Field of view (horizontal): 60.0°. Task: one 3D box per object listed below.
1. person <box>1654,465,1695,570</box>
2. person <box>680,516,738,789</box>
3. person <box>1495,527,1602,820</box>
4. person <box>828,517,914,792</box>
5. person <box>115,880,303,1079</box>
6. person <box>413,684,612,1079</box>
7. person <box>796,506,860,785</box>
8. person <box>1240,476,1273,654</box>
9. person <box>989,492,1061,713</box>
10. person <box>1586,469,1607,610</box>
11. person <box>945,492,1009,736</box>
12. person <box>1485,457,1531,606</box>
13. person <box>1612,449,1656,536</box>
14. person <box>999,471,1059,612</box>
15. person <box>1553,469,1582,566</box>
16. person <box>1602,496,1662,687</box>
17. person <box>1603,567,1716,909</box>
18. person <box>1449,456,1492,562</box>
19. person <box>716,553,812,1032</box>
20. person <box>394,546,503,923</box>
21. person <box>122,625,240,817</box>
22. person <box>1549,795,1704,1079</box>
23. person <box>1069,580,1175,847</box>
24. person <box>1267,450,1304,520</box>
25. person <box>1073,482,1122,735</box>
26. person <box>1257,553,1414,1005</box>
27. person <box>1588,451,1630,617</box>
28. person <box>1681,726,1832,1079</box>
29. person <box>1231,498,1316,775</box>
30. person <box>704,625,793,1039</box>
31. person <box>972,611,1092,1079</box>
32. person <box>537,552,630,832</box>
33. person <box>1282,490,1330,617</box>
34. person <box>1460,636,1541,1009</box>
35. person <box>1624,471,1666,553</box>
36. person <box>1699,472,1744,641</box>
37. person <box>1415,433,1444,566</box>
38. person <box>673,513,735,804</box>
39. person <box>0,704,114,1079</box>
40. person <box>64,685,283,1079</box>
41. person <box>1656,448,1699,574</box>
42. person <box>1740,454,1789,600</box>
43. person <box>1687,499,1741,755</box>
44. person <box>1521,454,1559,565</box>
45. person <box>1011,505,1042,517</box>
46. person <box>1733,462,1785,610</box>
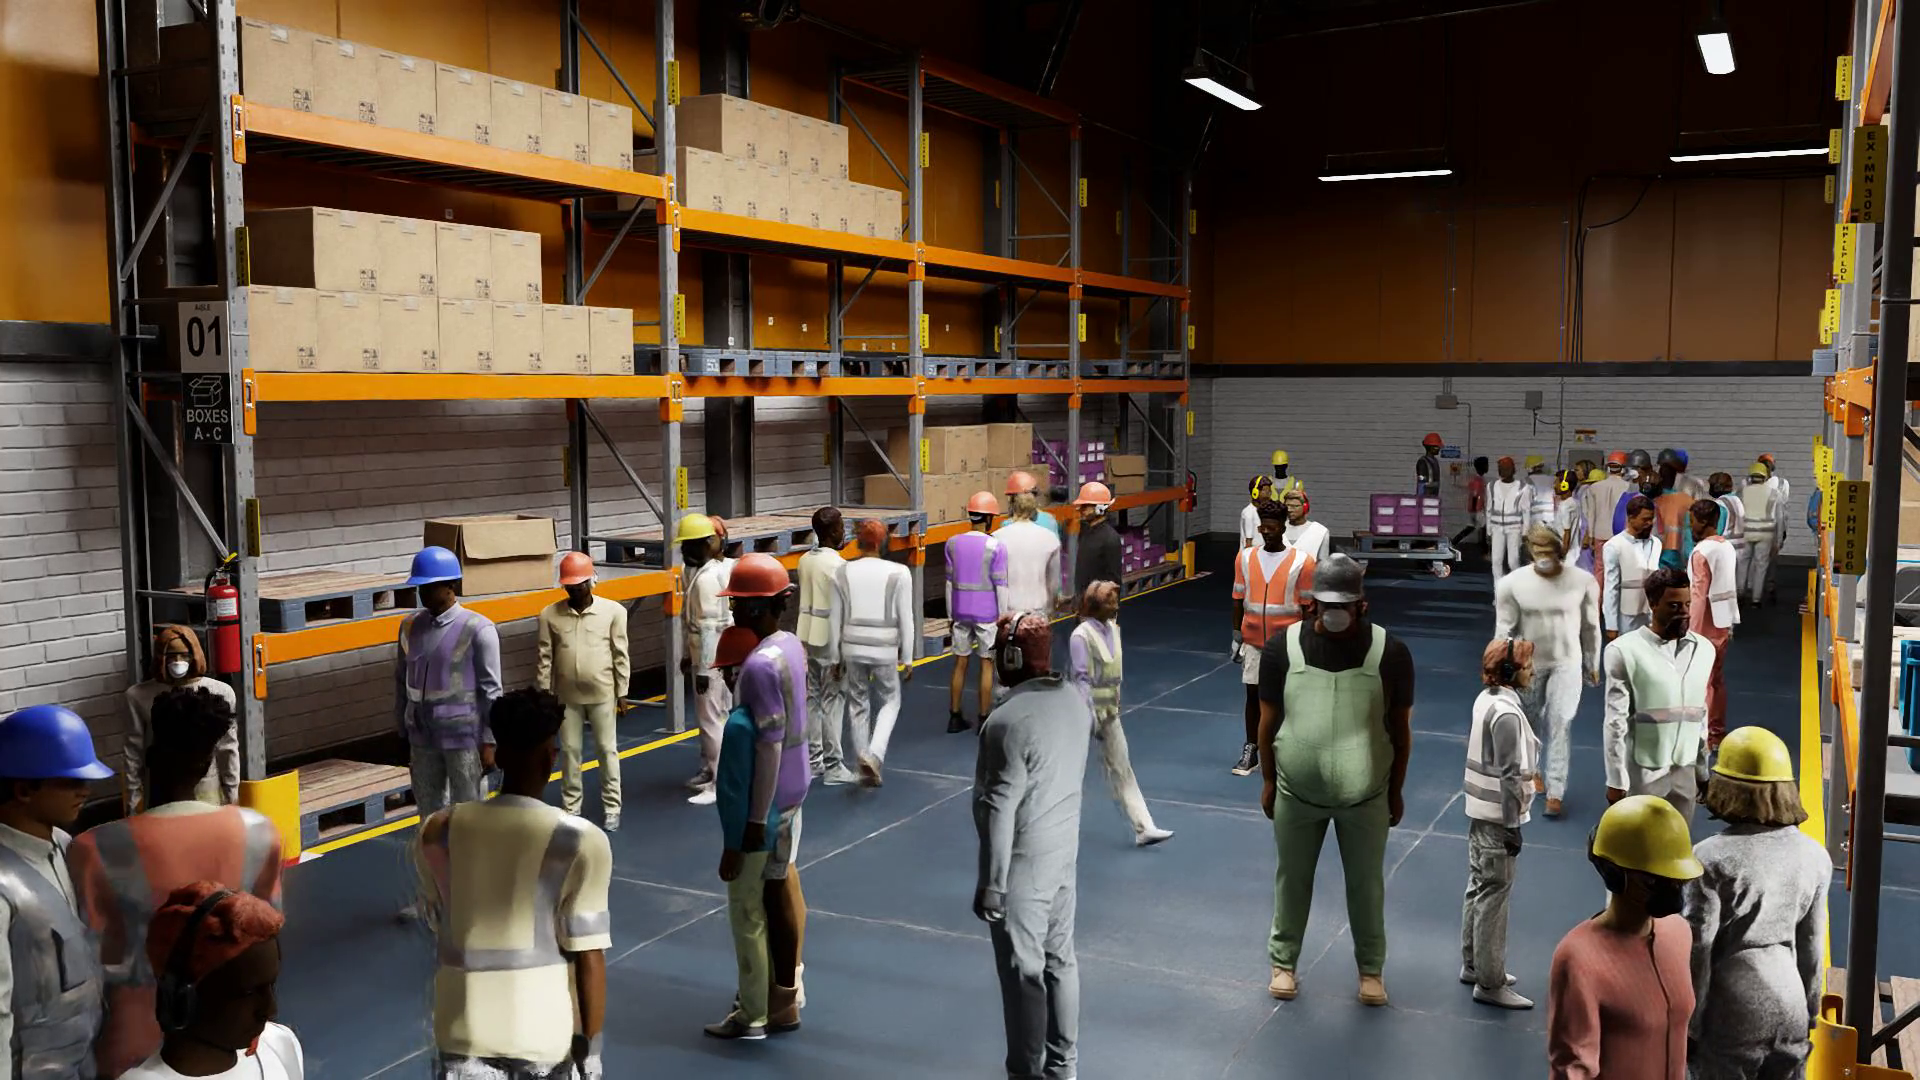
[{"bbox_3d":[7.705,0.115,18.288,0.619,1.871,0.941,1,5,14],"label":"person"},{"bbox_3d":[-1.652,0.770,11.272,0.579,1.879,0.344,3,6,30],"label":"person"},{"bbox_3d":[3.833,0.823,10.851,0.660,1.863,1.053,2,6,19],"label":"person"},{"bbox_3d":[-0.602,0.778,11.191,0.600,1.872,0.453,1,5,8],"label":"person"},{"bbox_3d":[-1.317,1.537,2.958,0.356,1.887,0.573,1,5,9],"label":"person"},{"bbox_3d":[-1.276,1.383,4.639,0.584,1.896,0.974,0,5,0],"label":"person"},{"bbox_3d":[-0.920,0.726,11.499,0.392,1.922,0.592,-4,6,-35],"label":"person"},{"bbox_3d":[2.968,0.282,16.650,0.336,1.856,0.530,2,6,22],"label":"person"},{"bbox_3d":[0.456,0.564,13.398,0.679,1.892,0.771,-2,6,-16],"label":"person"},{"bbox_3d":[7.802,-0.004,20.372,0.322,1.737,0.490,1,5,7],"label":"person"},{"bbox_3d":[0.149,0.582,13.072,0.549,1.923,0.390,3,6,29],"label":"person"},{"bbox_3d":[6.844,-0.110,20.775,0.600,1.863,0.600,4,7,36],"label":"person"},{"bbox_3d":[7.823,-0.053,19.252,0.537,2.000,0.688,-2,6,-19],"label":"person"},{"bbox_3d":[0.539,0.434,14.015,0.620,2.031,0.438,-5,7,-42],"label":"person"},{"bbox_3d":[6.353,0.194,17.500,0.328,1.872,0.515,3,6,29],"label":"person"},{"bbox_3d":[5.200,0.606,12.888,0.602,1.906,0.411,-3,6,-30],"label":"person"},{"bbox_3d":[3.251,1.075,7.759,0.597,1.918,0.379,-2,6,-21],"label":"person"},{"bbox_3d":[8.008,-0.493,25.989,0.817,1.663,0.523,1,6,15],"label":"person"},{"bbox_3d":[-0.838,1.073,7.116,0.388,2.045,0.605,0,5,5],"label":"person"},{"bbox_3d":[-2.616,0.996,8.450,0.615,1.945,0.404,2,6,21],"label":"person"},{"bbox_3d":[-3.692,1.209,7.907,0.503,1.629,0.285,-2,6,-17],"label":"person"},{"bbox_3d":[1.643,1.491,4.092,0.532,1.767,0.328,-4,7,-36],"label":"person"},{"bbox_3d":[0.853,1.041,9.833,0.863,1.591,0.534,4,7,38],"label":"person"},{"bbox_3d":[4.085,-0.182,21.246,0.588,1.927,0.370,2,6,18],"label":"person"},{"bbox_3d":[1.070,0.536,13.151,0.377,1.995,0.608,-2,6,-20],"label":"person"},{"bbox_3d":[1.653,1.049,7.388,0.685,2.000,0.535,1,5,14],"label":"person"},{"bbox_3d":[7.679,-0.048,19.507,0.618,1.986,0.408,5,7,44],"label":"person"},{"bbox_3d":[2.362,1.423,5.007,0.480,1.734,0.329,-1,5,-15],"label":"person"},{"bbox_3d":[2.184,0.689,11.661,0.607,1.966,0.367,3,6,27],"label":"person"},{"bbox_3d":[-0.900,1.226,7.092,0.354,1.737,0.577,1,5,12],"label":"person"},{"bbox_3d":[0.248,1.218,6.345,0.401,1.902,0.642,3,6,29],"label":"person"},{"bbox_3d":[-2.320,0.934,10.239,0.570,1.740,0.361,0,5,-1],"label":"person"},{"bbox_3d":[2.967,0.473,14.615,0.565,1.845,0.384,4,6,34],"label":"person"},{"bbox_3d":[2.415,1.242,7.446,0.310,1.638,0.523,1,5,6],"label":"person"},{"bbox_3d":[7.378,0.175,17.946,0.432,1.836,0.632,3,6,30],"label":"person"},{"bbox_3d":[8.118,0.192,17.763,0.431,1.834,0.633,5,7,43],"label":"person"},{"bbox_3d":[7.166,-0.615,25.352,0.405,2.037,0.609,4,7,36],"label":"person"},{"bbox_3d":[-1.675,0.777,10.989,0.425,1.913,0.608,0,5,-5],"label":"person"},{"bbox_3d":[-2.385,1.388,4.298,0.421,1.939,0.608,-1,5,-9],"label":"person"},{"bbox_3d":[-2.193,1.376,4.587,0.676,1.910,0.687,4,6,34],"label":"person"},{"bbox_3d":[8.781,-0.174,20.545,0.691,2.000,1.044,-1,5,-6],"label":"person"},{"bbox_3d":[10.329,-0.170,21.398,0.579,1.879,0.370,3,6,27],"label":"person"},{"bbox_3d":[5.589,0.650,12.418,0.410,1.908,0.598,5,7,42],"label":"person"},{"bbox_3d":[8.282,-0.329,23.659,0.594,1.782,0.894,-2,6,-22],"label":"person"},{"bbox_3d":[0.603,0.462,15.287,0.316,1.742,0.492,-2,6,-17],"label":"person"},{"bbox_3d":[9.811,-0.055,20.466,0.612,1.813,0.556,3,6,33],"label":"person"}]
